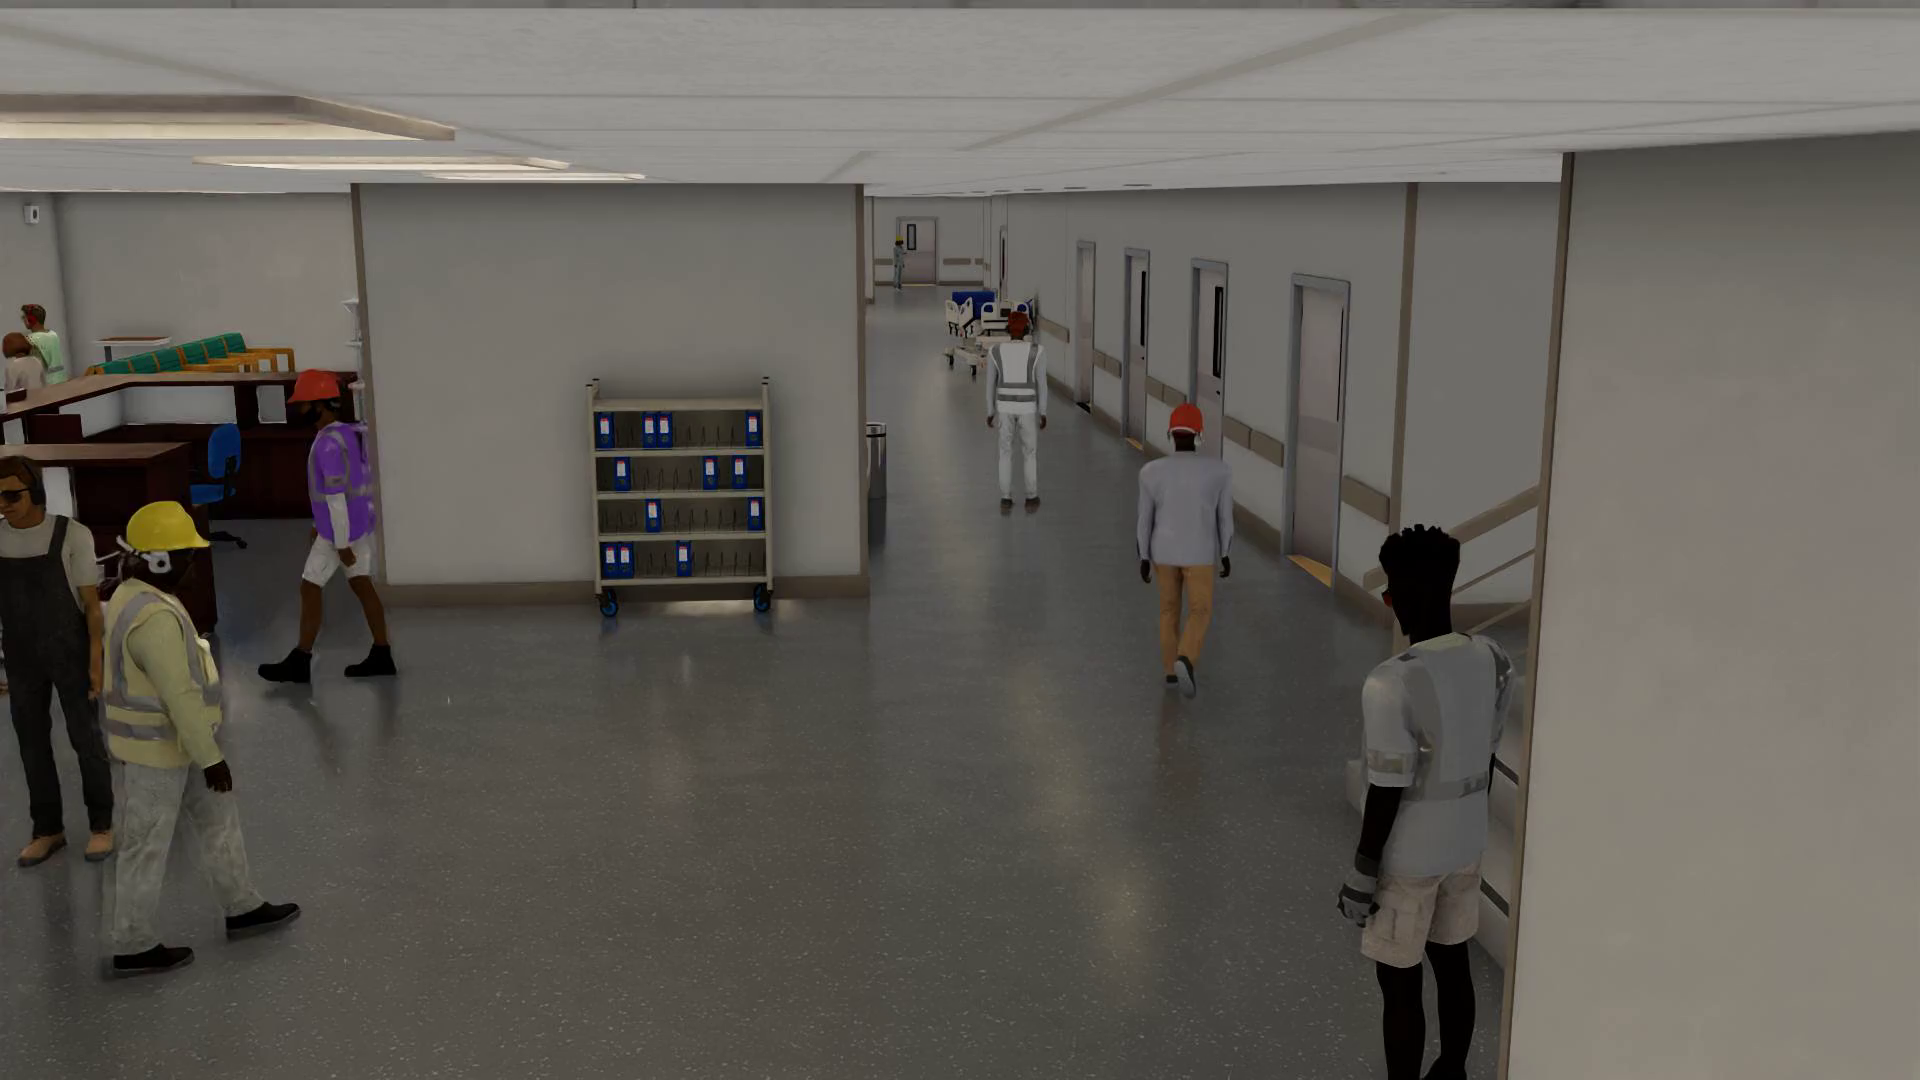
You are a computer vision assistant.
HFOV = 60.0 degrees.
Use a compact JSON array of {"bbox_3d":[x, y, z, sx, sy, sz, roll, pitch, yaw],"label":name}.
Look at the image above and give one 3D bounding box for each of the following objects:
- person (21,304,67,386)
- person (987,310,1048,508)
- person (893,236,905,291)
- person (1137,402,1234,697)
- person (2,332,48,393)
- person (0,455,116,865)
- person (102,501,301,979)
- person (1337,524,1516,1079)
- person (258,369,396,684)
[{"bbox_3d":[-9.536,-1.541,17.382,0.373,1.840,0.568,-1,12,-7],"label":"person"},{"bbox_3d":[0.549,-1.235,15.788,0.583,1.881,0.375,3,12,12],"label":"person"},{"bbox_3d":[-1.956,-8.929,53.719,0.290,1.746,0.487,7,14,32],"label":"person"},{"bbox_3d":[1.305,0.066,9.779,0.563,1.733,0.668,4,12,19],"label":"person"},{"bbox_3d":[-9.362,-1.272,16.650,0.690,1.594,0.610,1,12,5],"label":"person"},{"bbox_3d":[-4.020,0.525,7.295,0.522,1.834,0.363,-2,12,-9],"label":"person"},{"bbox_3d":[-2.898,0.744,6.307,0.807,1.798,0.591,-6,13,-27],"label":"person"},{"bbox_3d":[1.391,0.920,5.063,0.604,1.959,0.378,-9,15,-37],"label":"person"},{"bbox_3d":[-3.880,-0.073,10.052,0.849,1.905,0.556,-1,12,-4],"label":"person"}]
